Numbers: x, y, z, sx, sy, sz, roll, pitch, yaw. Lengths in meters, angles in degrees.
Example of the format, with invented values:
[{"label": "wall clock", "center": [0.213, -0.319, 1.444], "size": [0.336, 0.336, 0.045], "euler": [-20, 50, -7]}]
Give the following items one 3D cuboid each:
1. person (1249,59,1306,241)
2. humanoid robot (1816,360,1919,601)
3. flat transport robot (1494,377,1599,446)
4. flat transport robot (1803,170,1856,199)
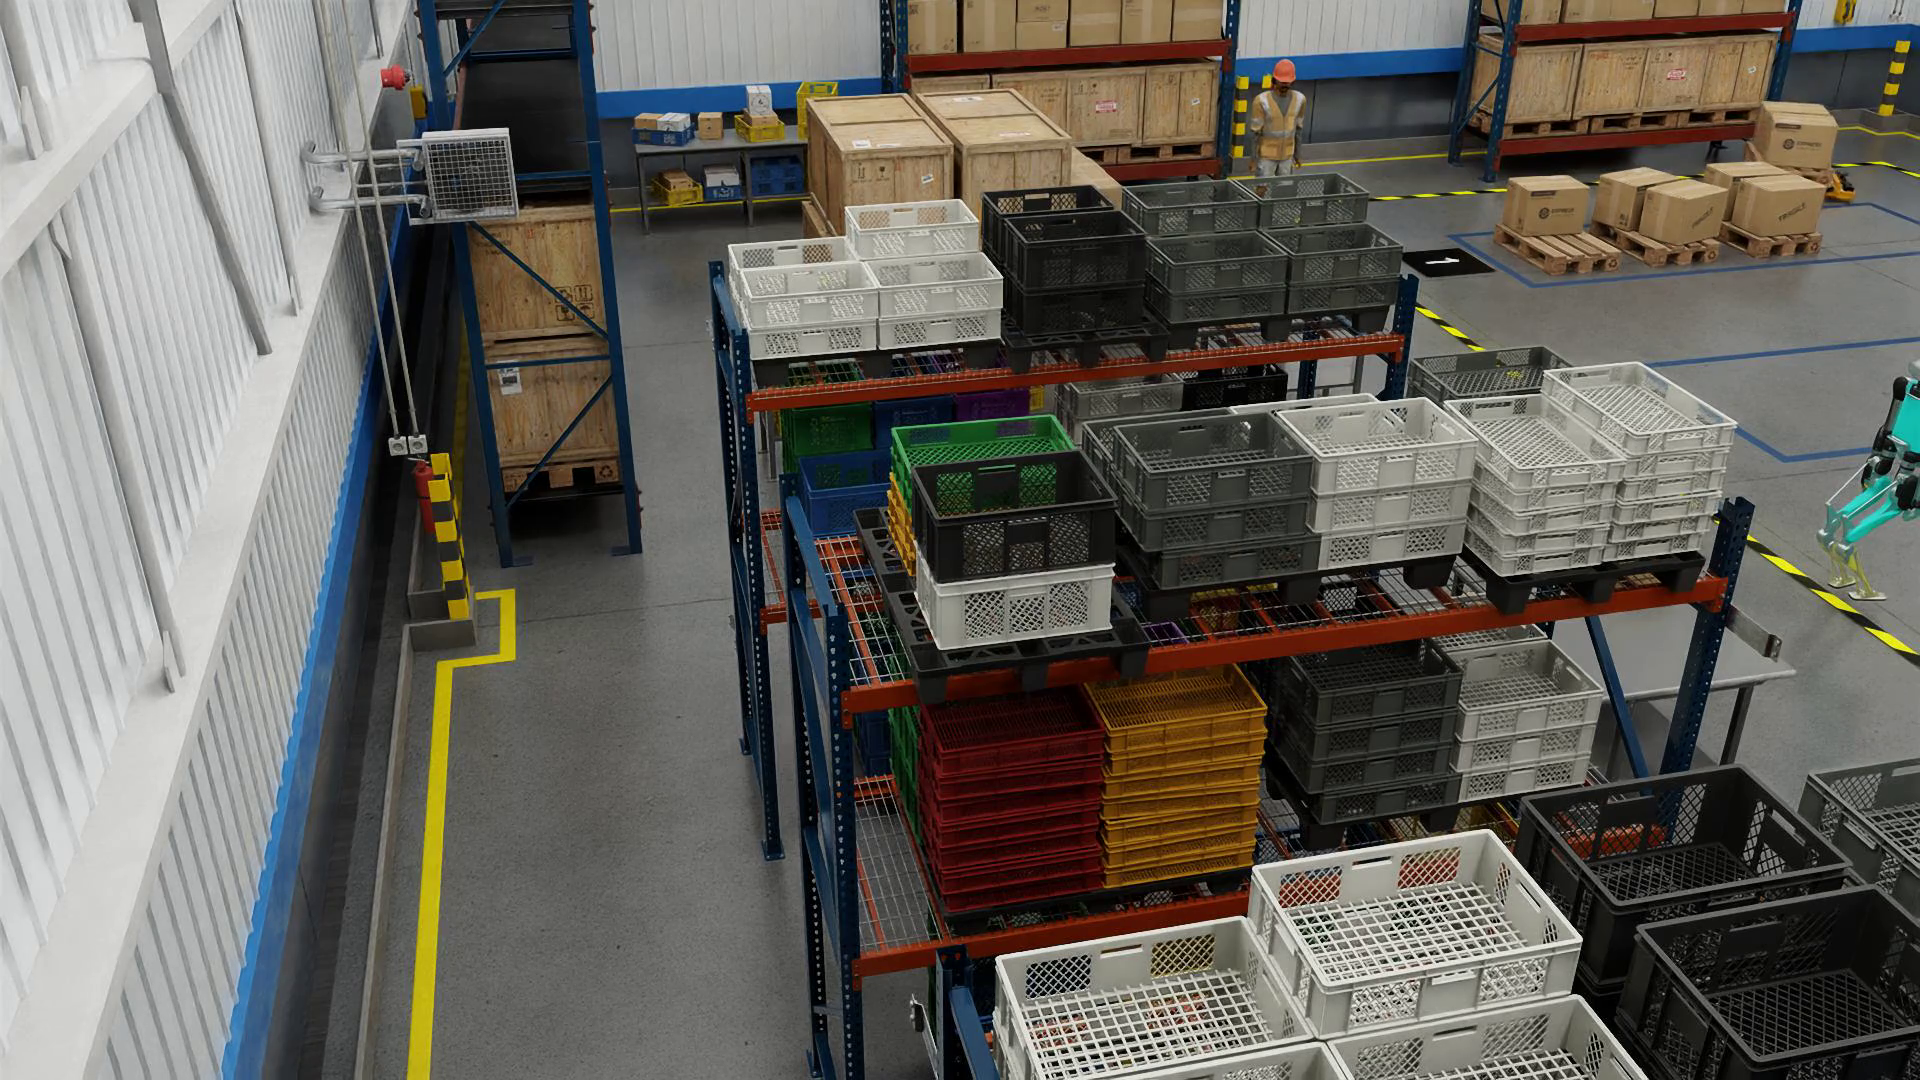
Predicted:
[{"label": "person", "center": [3.452, -4.203, 18.122], "size": [0.613, 2.039, 0.386], "euler": [-6, 28, -12]}, {"label": "humanoid robot", "center": [6.068, -0.380, 11.052], "size": [0.735, 1.674, 0.533], "euler": [-6, 28, -12]}, {"label": "flat transport robot", "center": [4.780, -1.036, 14.013], "size": [0.659, 0.231, 1.431], "euler": [-6, 28, -12]}, {"label": "flat transport robot", "center": [10.133, -4.402, 20.369], "size": [1.431, 0.197, 0.652], "euler": [7, 29, 12]}]
